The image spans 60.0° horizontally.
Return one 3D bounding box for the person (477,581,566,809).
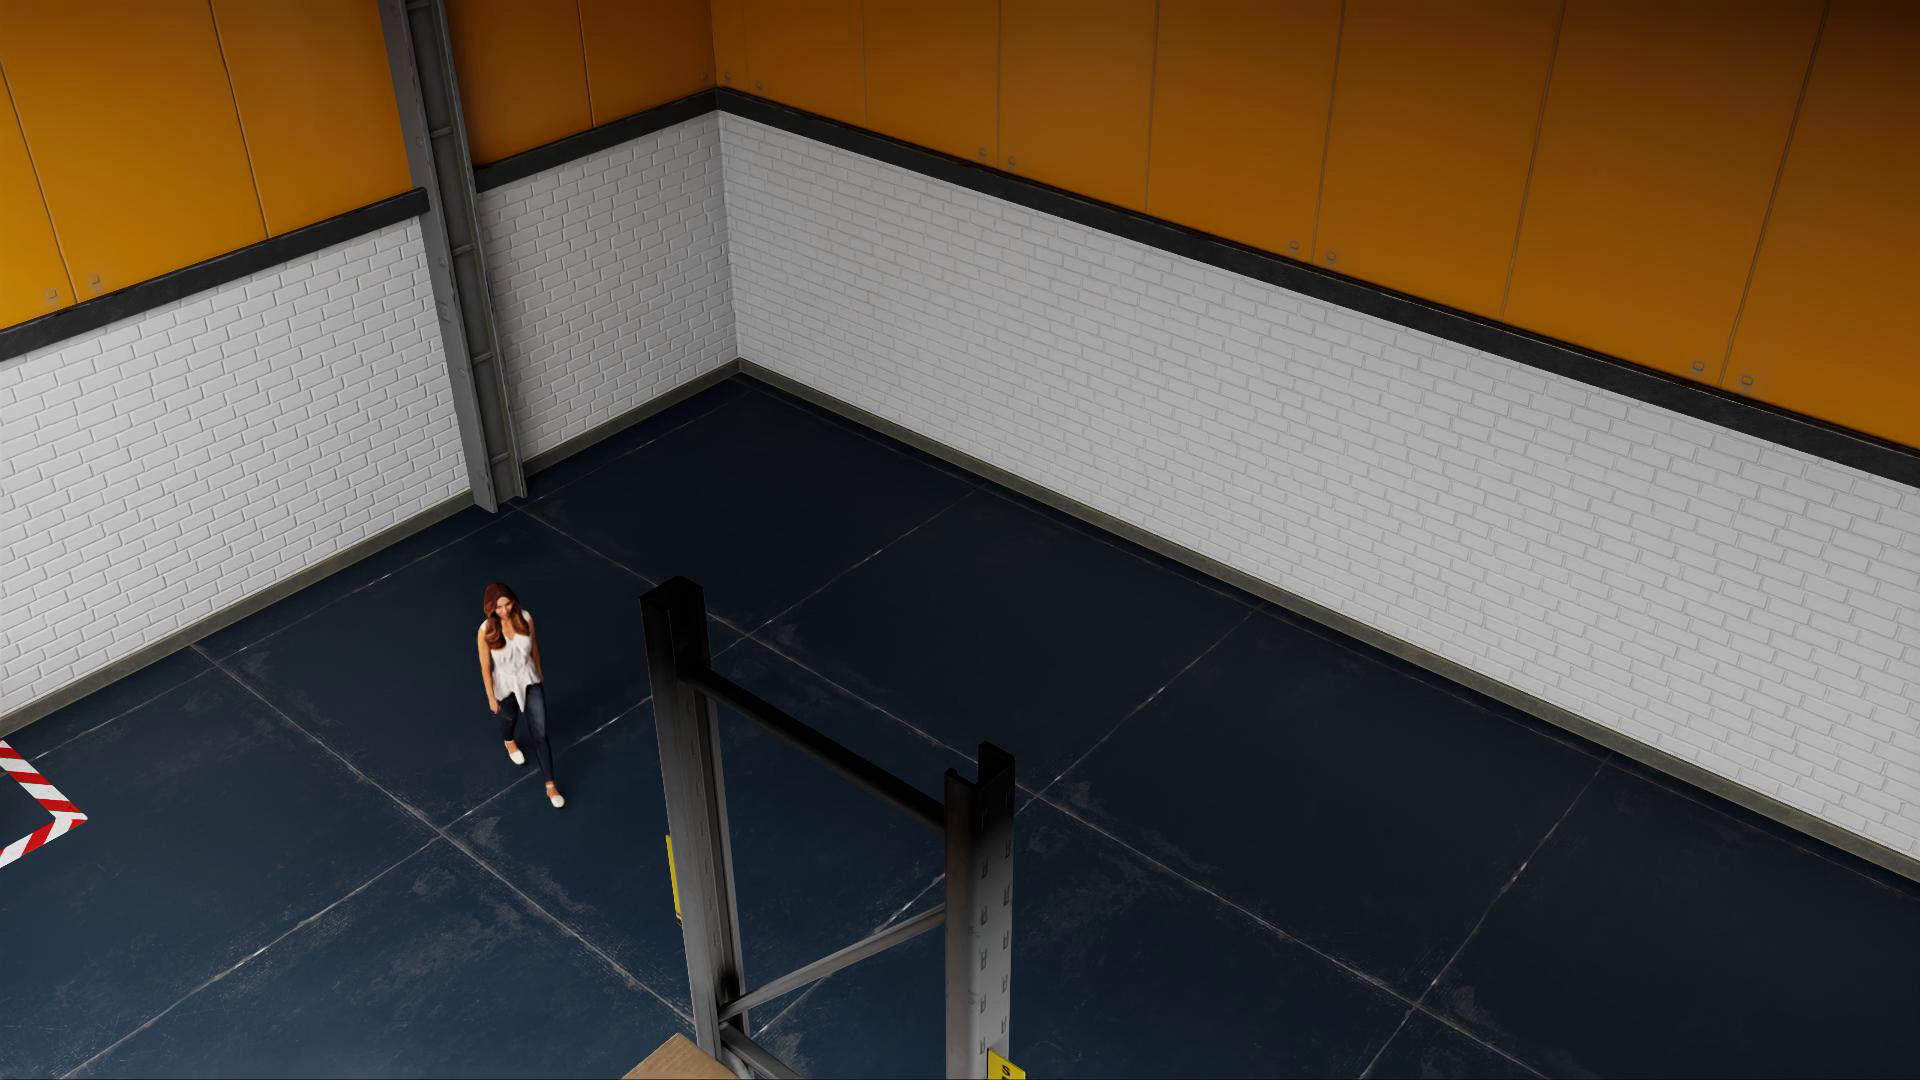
[{"bbox_3d":[-3.180,0.999,11.725,1.123,1.731,0.892,-21,39,-28],"label":"person"}]
